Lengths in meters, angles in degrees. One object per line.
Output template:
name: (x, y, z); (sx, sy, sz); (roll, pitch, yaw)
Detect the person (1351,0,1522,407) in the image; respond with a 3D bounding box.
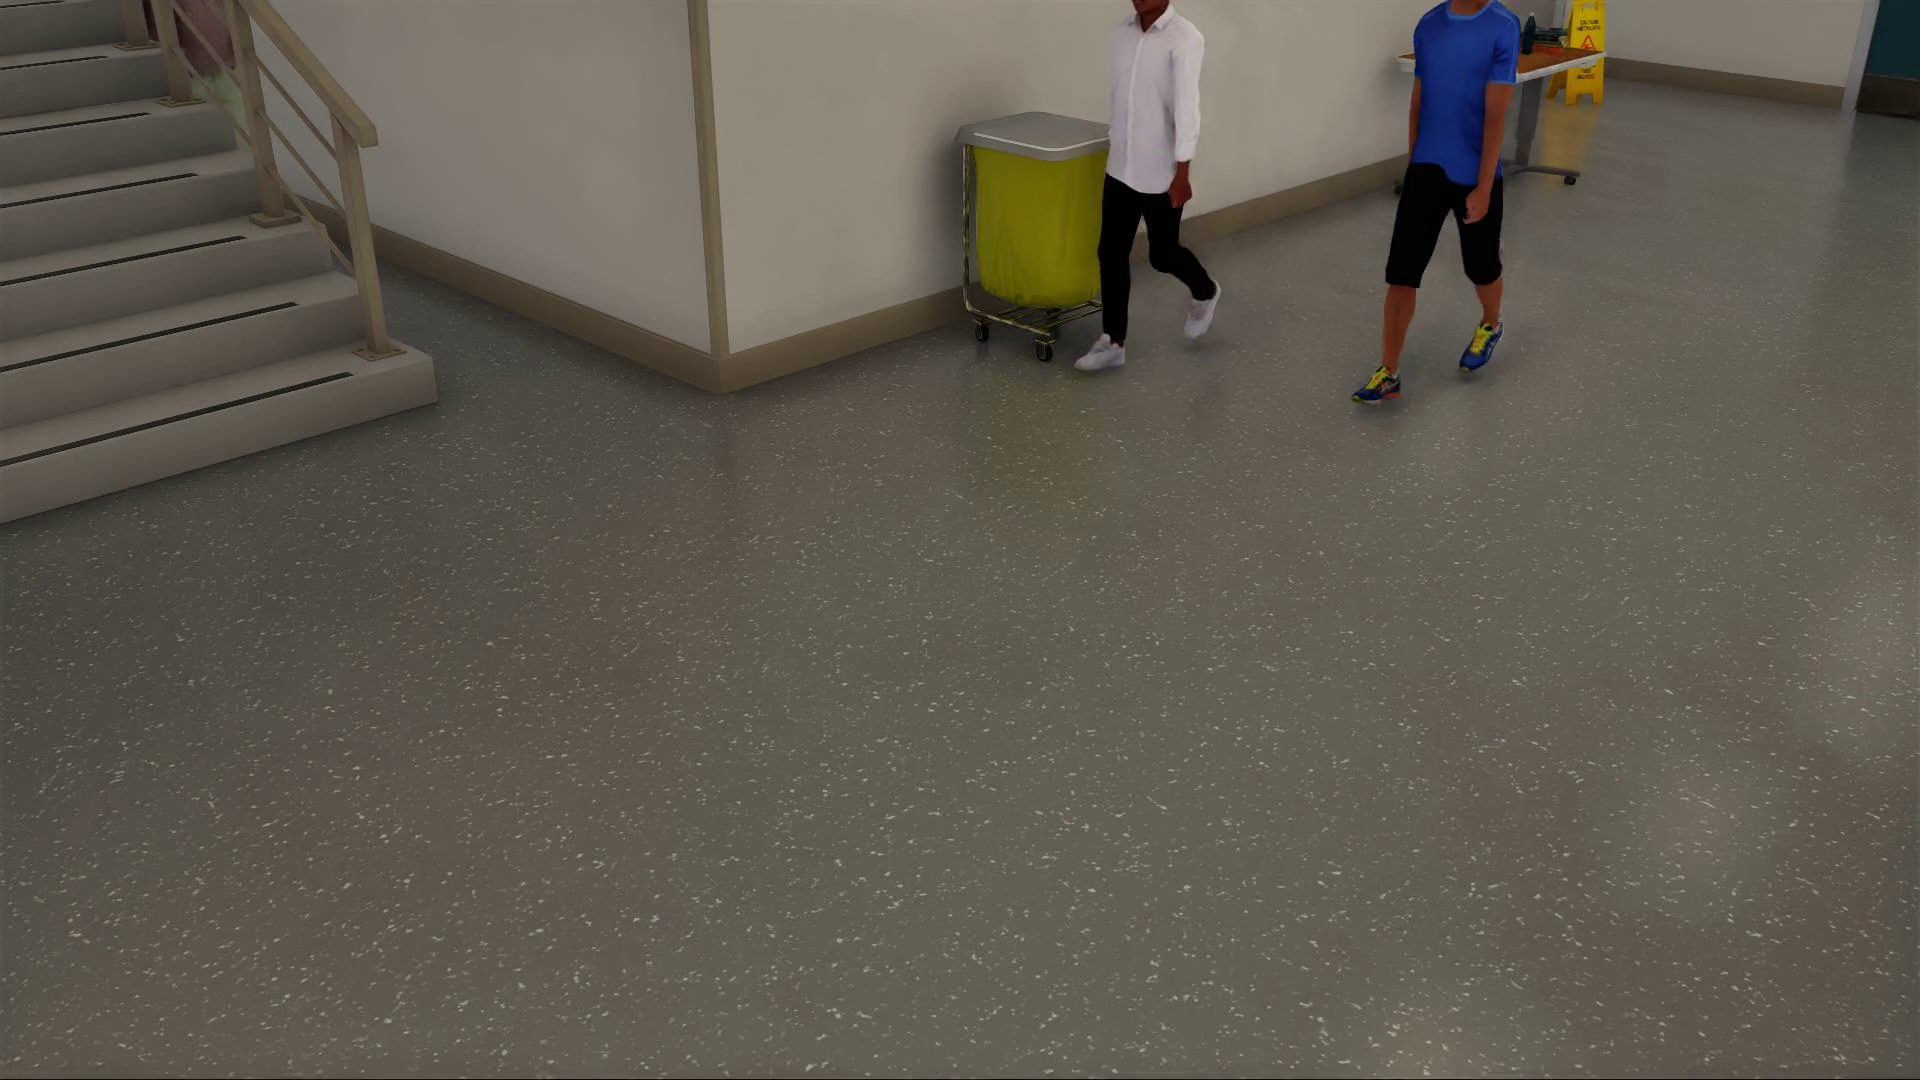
person: (2.047, -1.468, 6.677); (1.177, 1.828, 0.730); (20, 32, 36)

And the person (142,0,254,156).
person: (-3.829, -2.287, 8.353); (1.106, 1.847, 0.732); (19, 32, 34)

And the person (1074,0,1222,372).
person: (0.845, -1.605, 7.007); (0.709, 1.788, 0.978); (-22, 34, -38)
